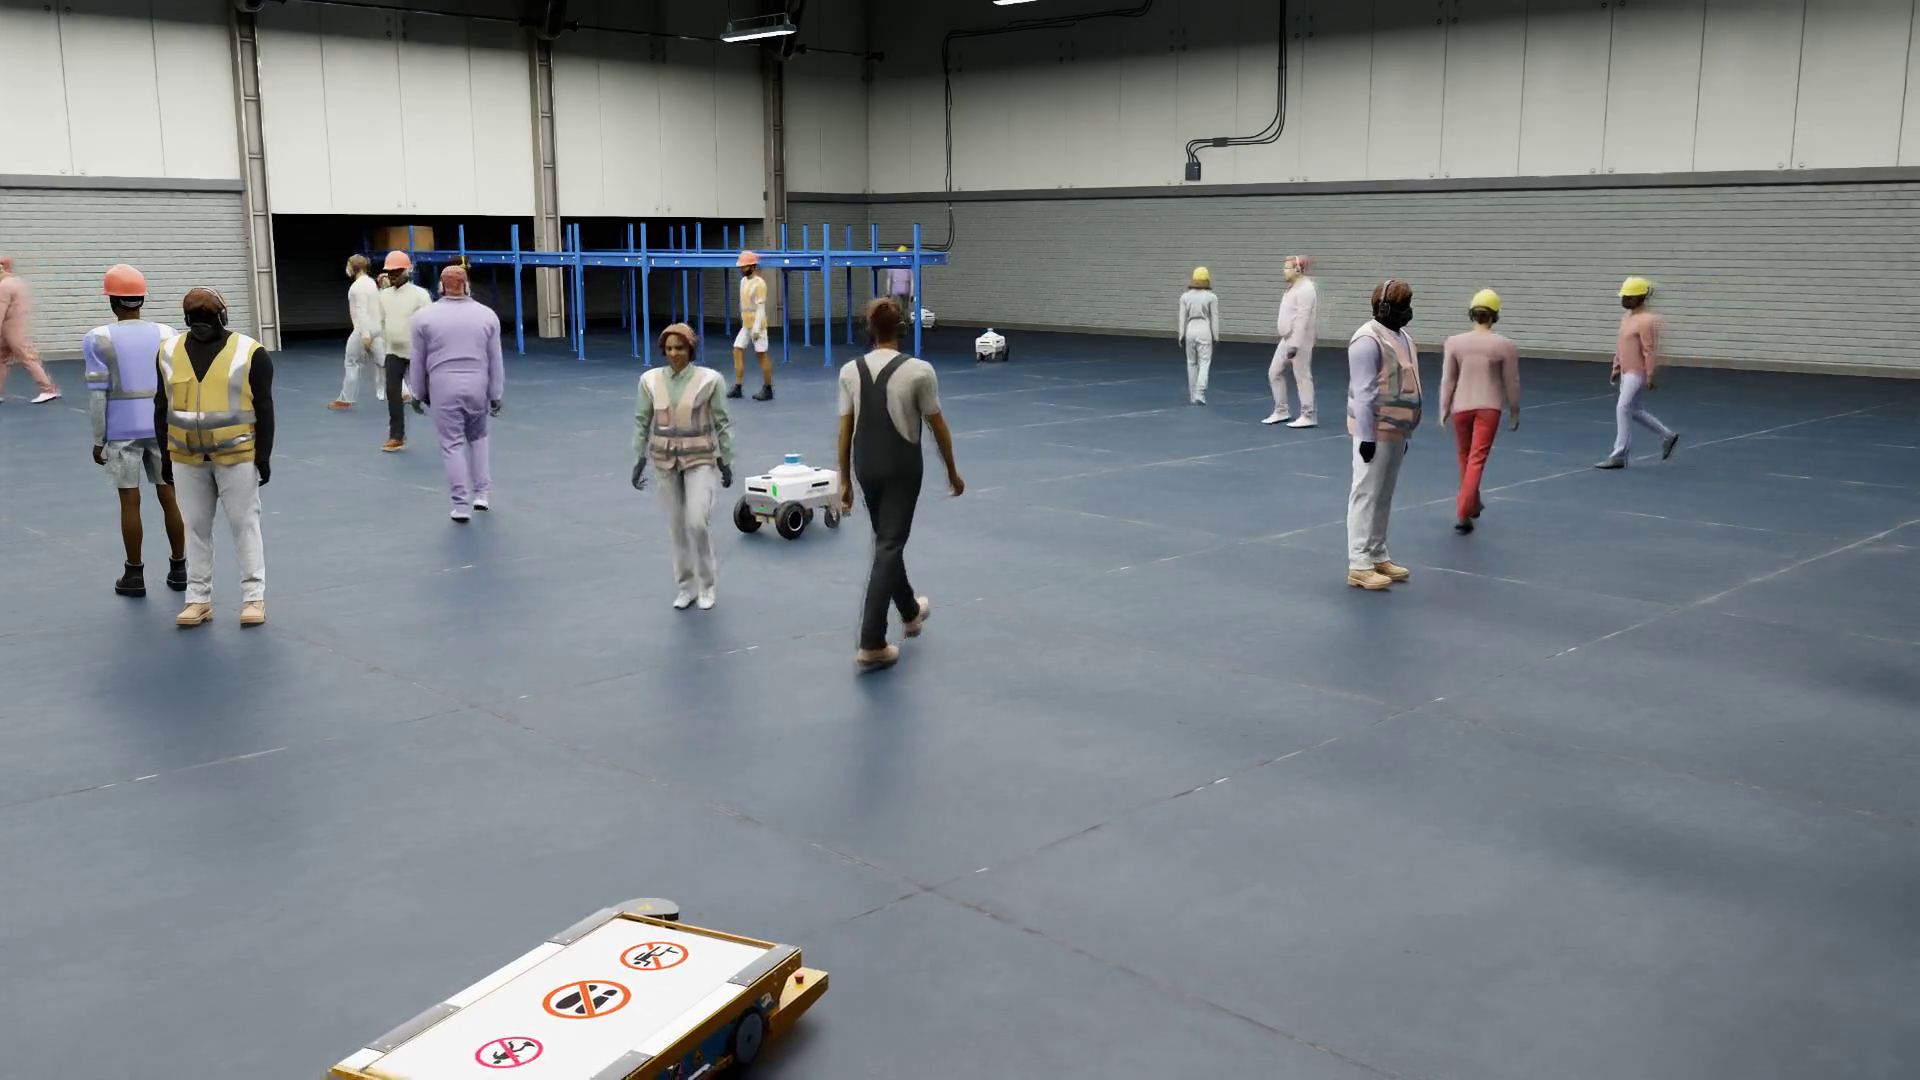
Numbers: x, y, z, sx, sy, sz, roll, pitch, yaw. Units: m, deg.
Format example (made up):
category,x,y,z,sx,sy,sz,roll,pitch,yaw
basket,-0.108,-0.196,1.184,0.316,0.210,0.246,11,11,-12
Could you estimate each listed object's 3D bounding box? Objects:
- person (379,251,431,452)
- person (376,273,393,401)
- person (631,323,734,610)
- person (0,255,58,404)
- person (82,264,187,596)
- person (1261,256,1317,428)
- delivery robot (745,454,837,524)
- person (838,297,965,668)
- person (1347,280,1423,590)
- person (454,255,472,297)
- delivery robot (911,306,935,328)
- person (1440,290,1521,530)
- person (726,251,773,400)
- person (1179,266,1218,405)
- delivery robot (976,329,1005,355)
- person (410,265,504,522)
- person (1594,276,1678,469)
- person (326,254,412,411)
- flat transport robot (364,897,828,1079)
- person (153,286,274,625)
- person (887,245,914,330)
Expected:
category,x,y,z,sx,sy,sz,roll,pitch,yaw
person,-5.468,-1.899,16.604,0.624,1.967,0.870,4,11,20
person,-7.286,-2.570,21.135,0.526,1.624,0.405,-6,12,-31
person,-1.566,-0.401,9.359,0.542,1.623,0.481,2,11,11
person,-11.956,-2.640,20.940,0.990,1.862,0.651,-5,11,-23
person,-4.865,-0.652,9.854,0.546,1.942,0.353,-9,14,-41
person,3.625,-2.175,18.322,0.679,1.885,0.649,-2,10,-8
delivery robot,-1.209,-0.373,11.978,0.477,0.478,0.707,8,13,37
person,-0.308,-0.307,8.359,0.534,1.790,0.931,5,12,26
person,2.577,-0.647,10.100,0.430,1.845,0.624,8,13,36
person,-7.391,-3.296,24.599,0.936,1.831,0.512,-8,13,-36
delivery robot,-0.827,-4.952,36.948,0.477,0.478,0.707,-4,11,-23
person,3.787,-0.952,12.097,0.541,1.710,0.923,6,12,32
person,-2.750,-2.731,21.278,0.821,1.900,0.564,-8,13,-37
person,3.018,-2.590,21.064,0.501,1.756,0.532,5,11,24
delivery robot,0.513,-3.325,28.073,0.477,0.478,0.707,3,11,16
person,-3.777,-1.103,12.464,0.650,1.880,0.672,-5,12,-27
person,6.213,-1.525,15.144,0.709,1.744,0.523,0,10,2
person,-7.194,-2.525,20.243,1.027,1.891,0.647,0,10,-2
flat transport robot,-0.963,1.259,4.110,0.652,0.197,1.431,5,11,25
person,-4.050,-0.451,9.044,0.624,1.840,0.429,-1,10,-6
person,-1.233,-5.223,34.907,0.595,1.904,0.832,-1,10,-3
